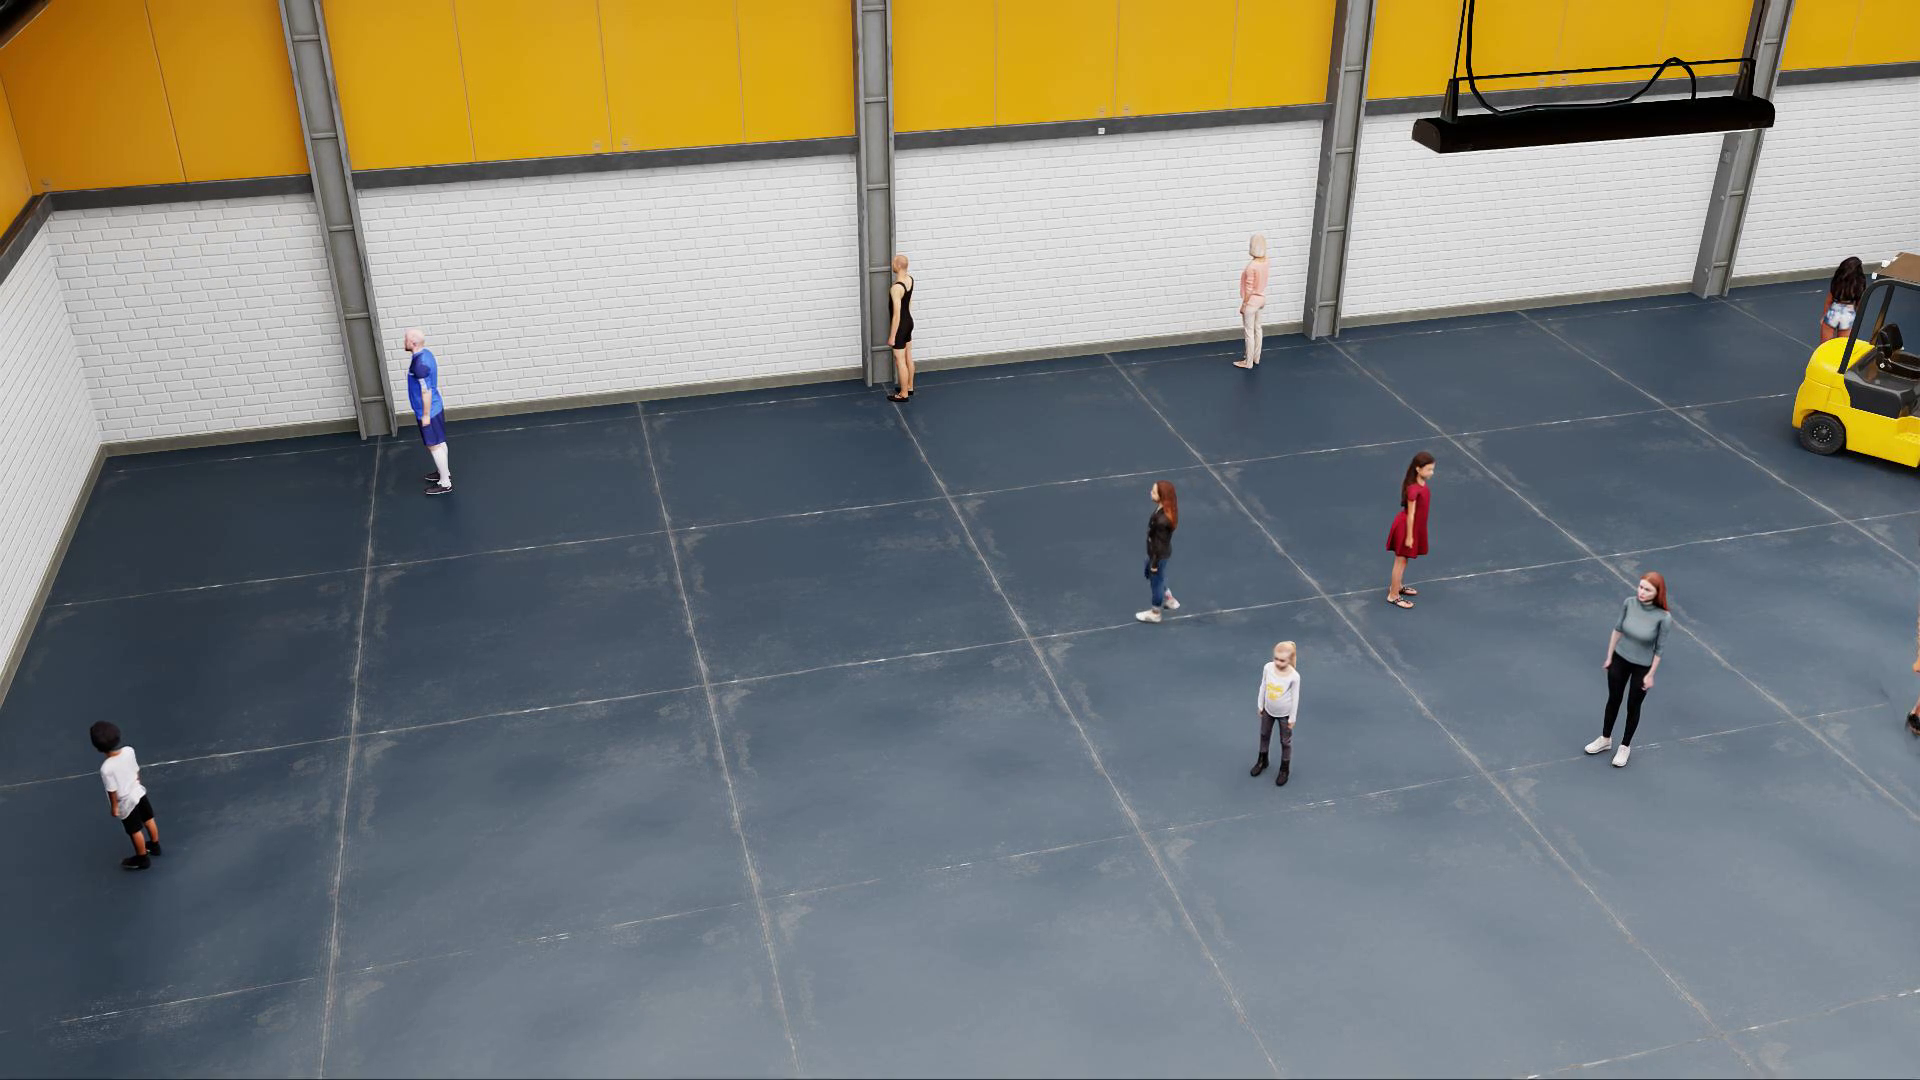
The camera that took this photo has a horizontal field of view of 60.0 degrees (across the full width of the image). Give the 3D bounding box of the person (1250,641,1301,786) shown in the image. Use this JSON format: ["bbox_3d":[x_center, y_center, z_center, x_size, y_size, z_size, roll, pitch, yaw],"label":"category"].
[{"bbox_3d":[2.555,1.355,13.323,0.567,1.275,0.618,19,34,31],"label":"person"}]

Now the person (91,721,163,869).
[{"bbox_3d":[-6.191,1.884,12.372,0.611,1.257,0.571,7,29,13],"label":"person"}]

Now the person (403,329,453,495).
[{"bbox_3d":[-5.689,-1.395,17.775,0.536,1.841,0.660,-7,29,-13],"label":"person"}]

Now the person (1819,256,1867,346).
[{"bbox_3d":[10.749,-2.678,20.352,0.657,1.623,0.734,10,30,18],"label":"person"}]

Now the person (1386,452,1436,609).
[{"bbox_3d":[4.260,-0.127,15.751,0.737,1.552,0.677,12,31,20],"label":"person"}]

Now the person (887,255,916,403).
[{"bbox_3d":[-0.696,-2.539,19.898,0.715,1.816,0.716,9,30,17],"label":"person"}]

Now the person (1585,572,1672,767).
[{"bbox_3d":[5.437,1.024,13.442,0.677,1.743,0.662,-23,36,-35],"label":"person"}]

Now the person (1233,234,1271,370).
[{"bbox_3d":[3.681,-2.997,20.831,0.742,1.725,0.651,21,35,33],"label":"person"}]

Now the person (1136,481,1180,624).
[{"bbox_3d":[1.912,0.113,15.388,0.749,1.479,0.698,6,29,11],"label":"person"}]
